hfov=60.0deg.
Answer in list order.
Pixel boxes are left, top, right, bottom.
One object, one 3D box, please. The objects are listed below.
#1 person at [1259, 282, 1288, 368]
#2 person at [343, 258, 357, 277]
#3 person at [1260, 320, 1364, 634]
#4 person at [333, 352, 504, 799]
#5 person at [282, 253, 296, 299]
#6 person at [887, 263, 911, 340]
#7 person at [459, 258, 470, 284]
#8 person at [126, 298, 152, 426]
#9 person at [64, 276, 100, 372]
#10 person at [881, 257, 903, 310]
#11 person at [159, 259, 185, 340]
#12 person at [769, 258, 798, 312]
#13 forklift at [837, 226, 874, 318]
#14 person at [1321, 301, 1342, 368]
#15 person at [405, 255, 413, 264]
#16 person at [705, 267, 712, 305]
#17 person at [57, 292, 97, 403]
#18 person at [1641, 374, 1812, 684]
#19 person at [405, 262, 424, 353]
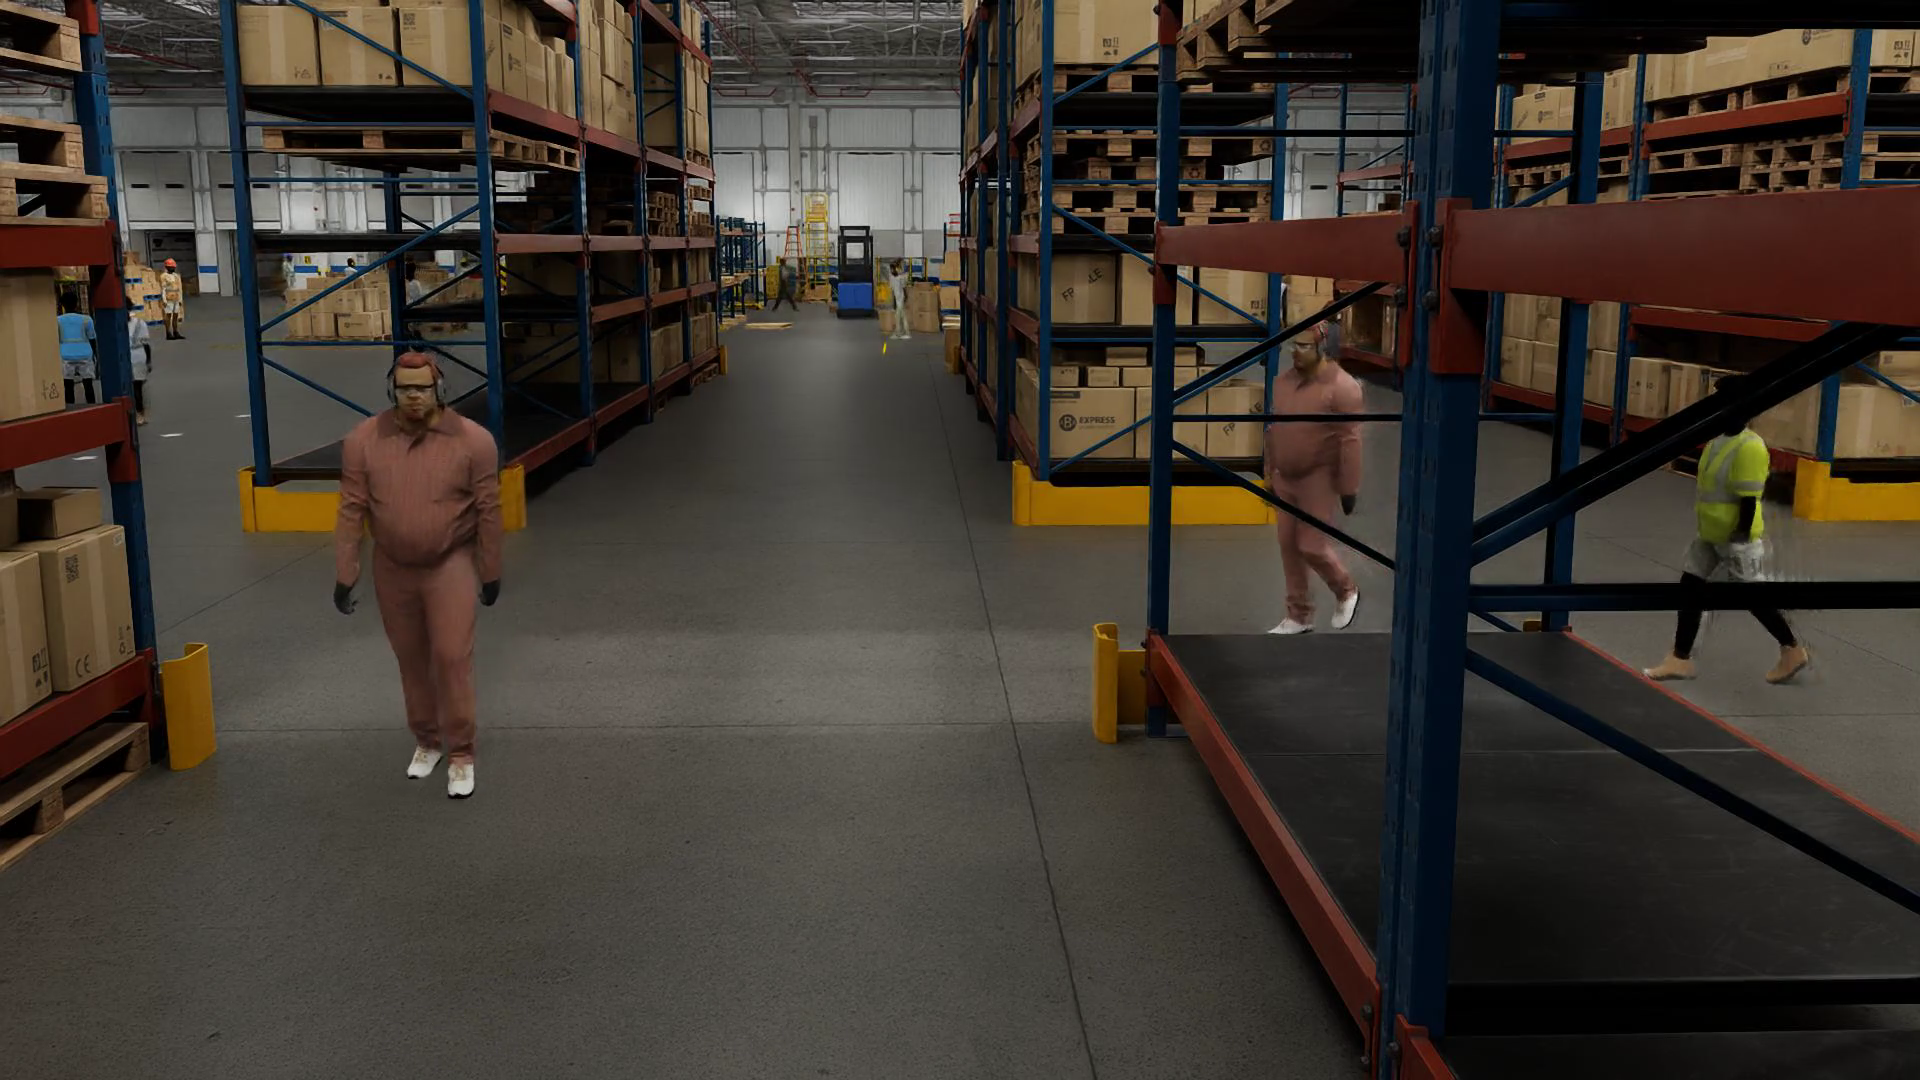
[{"bbox_3d":[5.743,-4.135,30.897,0.725,1.892,0.469,4,11,23],"label":"person"},{"bbox_3d":[-18.229,-7.511,49.827,0.500,1.861,0.328,4,11,23],"label":"person"},{"bbox_3d":[2.070,-0.352,9.826,0.490,1.895,0.641,-7,12,-33],"label":"person"},{"bbox_3d":[-2.313,0.153,7.076,0.667,1.880,0.775,0,10,-2],"label":"person"},{"bbox_3d":[-25.689,-10.029,63.647,0.468,1.921,0.667,1,10,6],"label":"person"},{"bbox_3d":[-1.503,-5.720,39.957,0.797,1.817,0.552,-5,11,-26],"label":"person"},{"bbox_3d":[-19.058,-10.029,64.217,0.481,1.720,0.734,6,12,29],"label":"person"},{"bbox_3d":[-10.486,-2.228,20.940,0.532,1.641,0.902,-1,10,-6],"label":"person"},{"bbox_3d":[-15.705,-3.822,29.605,0.817,1.734,0.545,4,11,23],"label":"person"},{"bbox_3d":[-1.971,-7.475,49.481,0.699,1.906,0.661,5,11,25],"label":"person"},{"bbox_3d":[-18.864,-5.761,39.846,0.374,1.933,0.552,3,11,16],"label":"person"},{"bbox_3d":[-5.874,-8.513,55.600,0.982,1.800,0.516,0,10,0],"label":"person"},{"bbox_3d":[-3.207,-8.218,50.902,1.129,2.768,1.873,0,10,-2],"label":"forklift"},{"bbox_3d":[4.546,-2.132,20.495,0.277,1.626,0.493,8,13,38],"label":"person"},{"bbox_3d":[-20.693,-9.784,62.576,0.430,1.837,0.621,-6,12,-32],"label":"person"},{"bbox_3d":[-8.321,-8.603,55.764,0.673,1.898,0.610,-6,12,-29],"label":"person"},{"bbox_3d":[-11.491,-2.367,21.600,0.535,1.699,0.318,-6,12,-30],"label":"person"},{"bbox_3d":[4.114,-0.046,8.769,0.817,1.668,0.537,0,10,-1],"label":"person"},{"bbox_3d":[-10.523,-4.352,31.957,0.440,1.943,0.612,-1,10,-3],"label":"person"}]
